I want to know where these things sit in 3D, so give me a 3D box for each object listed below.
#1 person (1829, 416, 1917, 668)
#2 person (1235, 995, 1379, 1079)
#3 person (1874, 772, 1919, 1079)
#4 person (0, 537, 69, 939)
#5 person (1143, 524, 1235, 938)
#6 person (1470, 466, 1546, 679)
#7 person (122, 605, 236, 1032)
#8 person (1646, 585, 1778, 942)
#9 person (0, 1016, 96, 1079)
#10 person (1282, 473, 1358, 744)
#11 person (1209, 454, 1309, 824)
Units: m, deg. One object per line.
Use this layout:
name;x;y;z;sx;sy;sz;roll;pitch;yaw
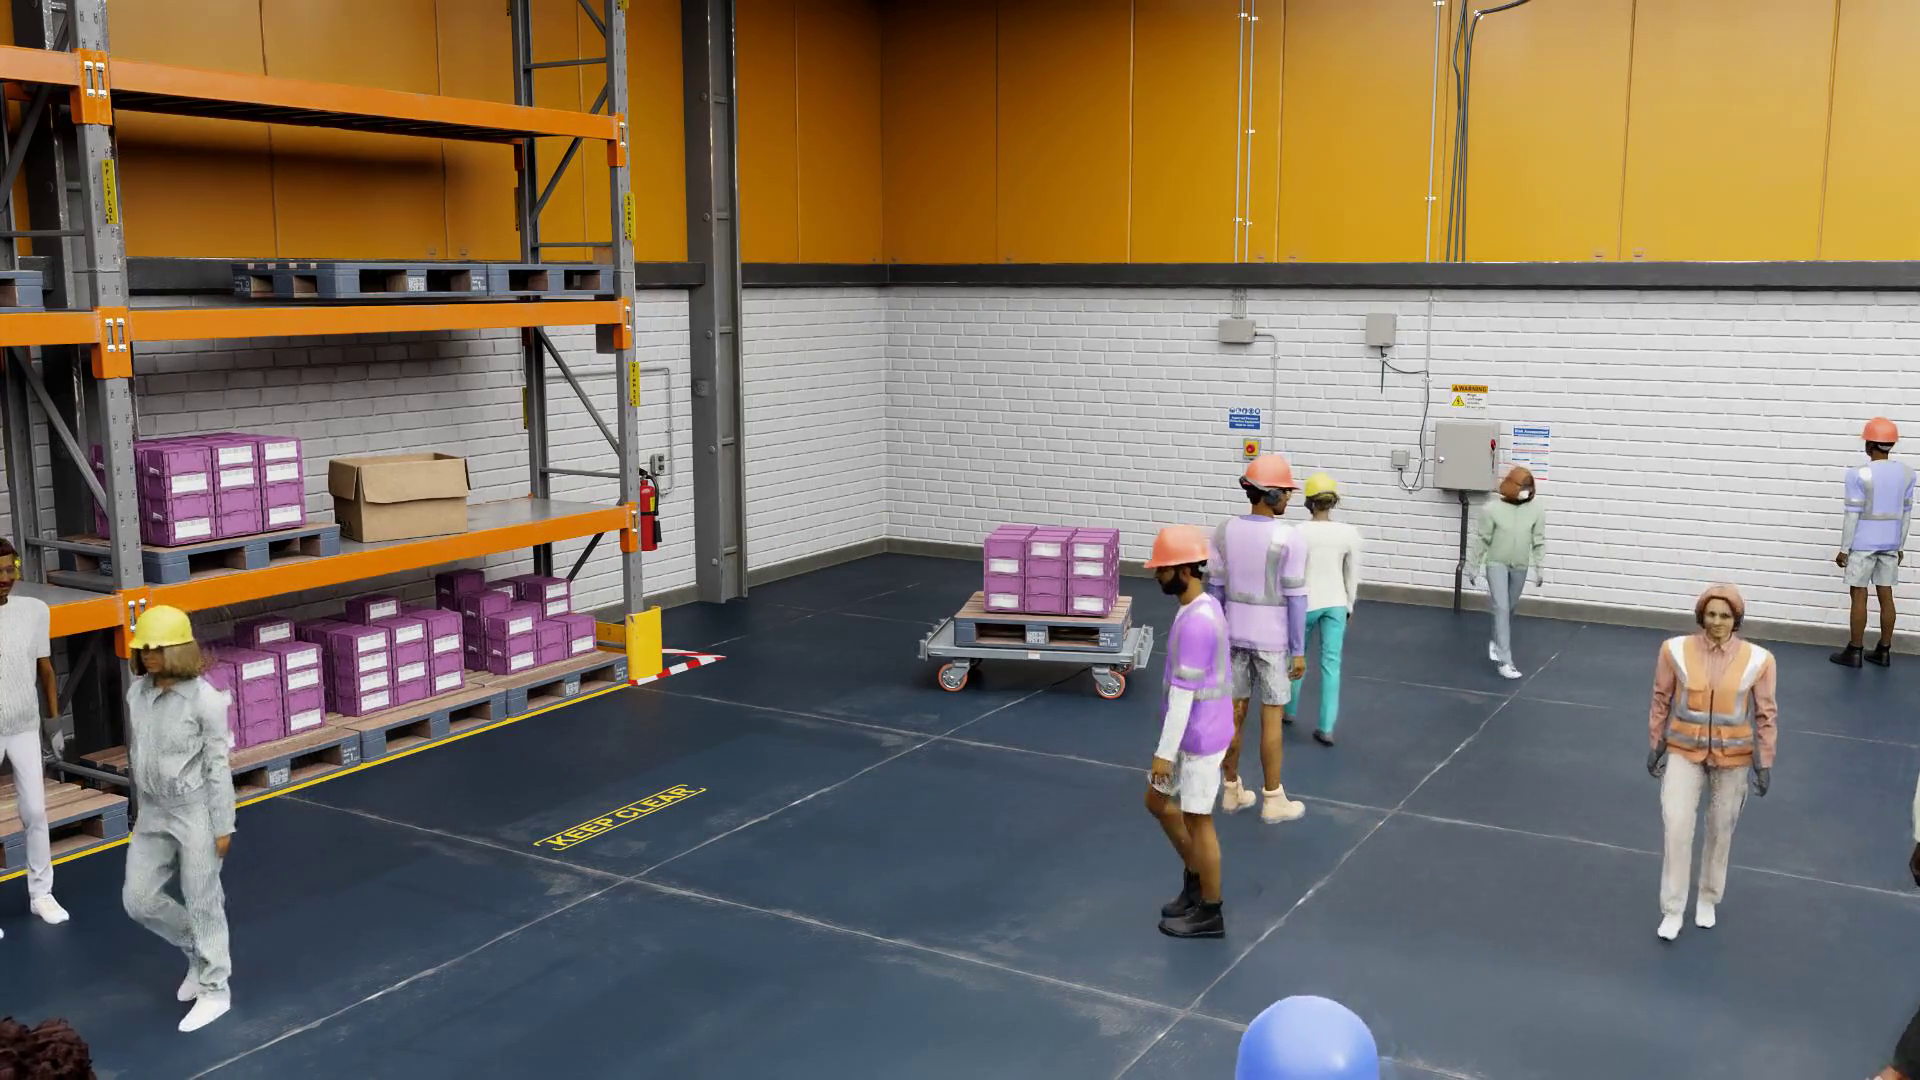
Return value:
person;7.014;0.022;12.792;0.544;1.943;0.347;-1;9;-7
person;0.615;1.645;2.829;0.990;1.902;0.648;-8;12;-42
person;3.742;1.110;6.011;1.024;1.952;0.607;-2;9;-14
person;-4.393;0.893;7.631;0.319;1.860;0.510;8;12;42
person;1.033;0.878;7.529;0.452;1.912;0.539;1;9;5
person;4.166;0.210;12.719;0.542;1.589;0.850;-1;9;-5
person;-3.120;1.109;6.643;0.498;1.734;0.371;4;10;21
person;3.393;1.021;7.531;0.540;1.614;0.674;4;10;25
person;-1.359;1.657;2.526;0.634;1.969;0.369;5;11;30
person;2.319;0.419;10.923;0.548;1.729;0.834;-1;9;-5
person;1.669;0.543;9.237;0.394;2.040;0.609;-9;13;-44
